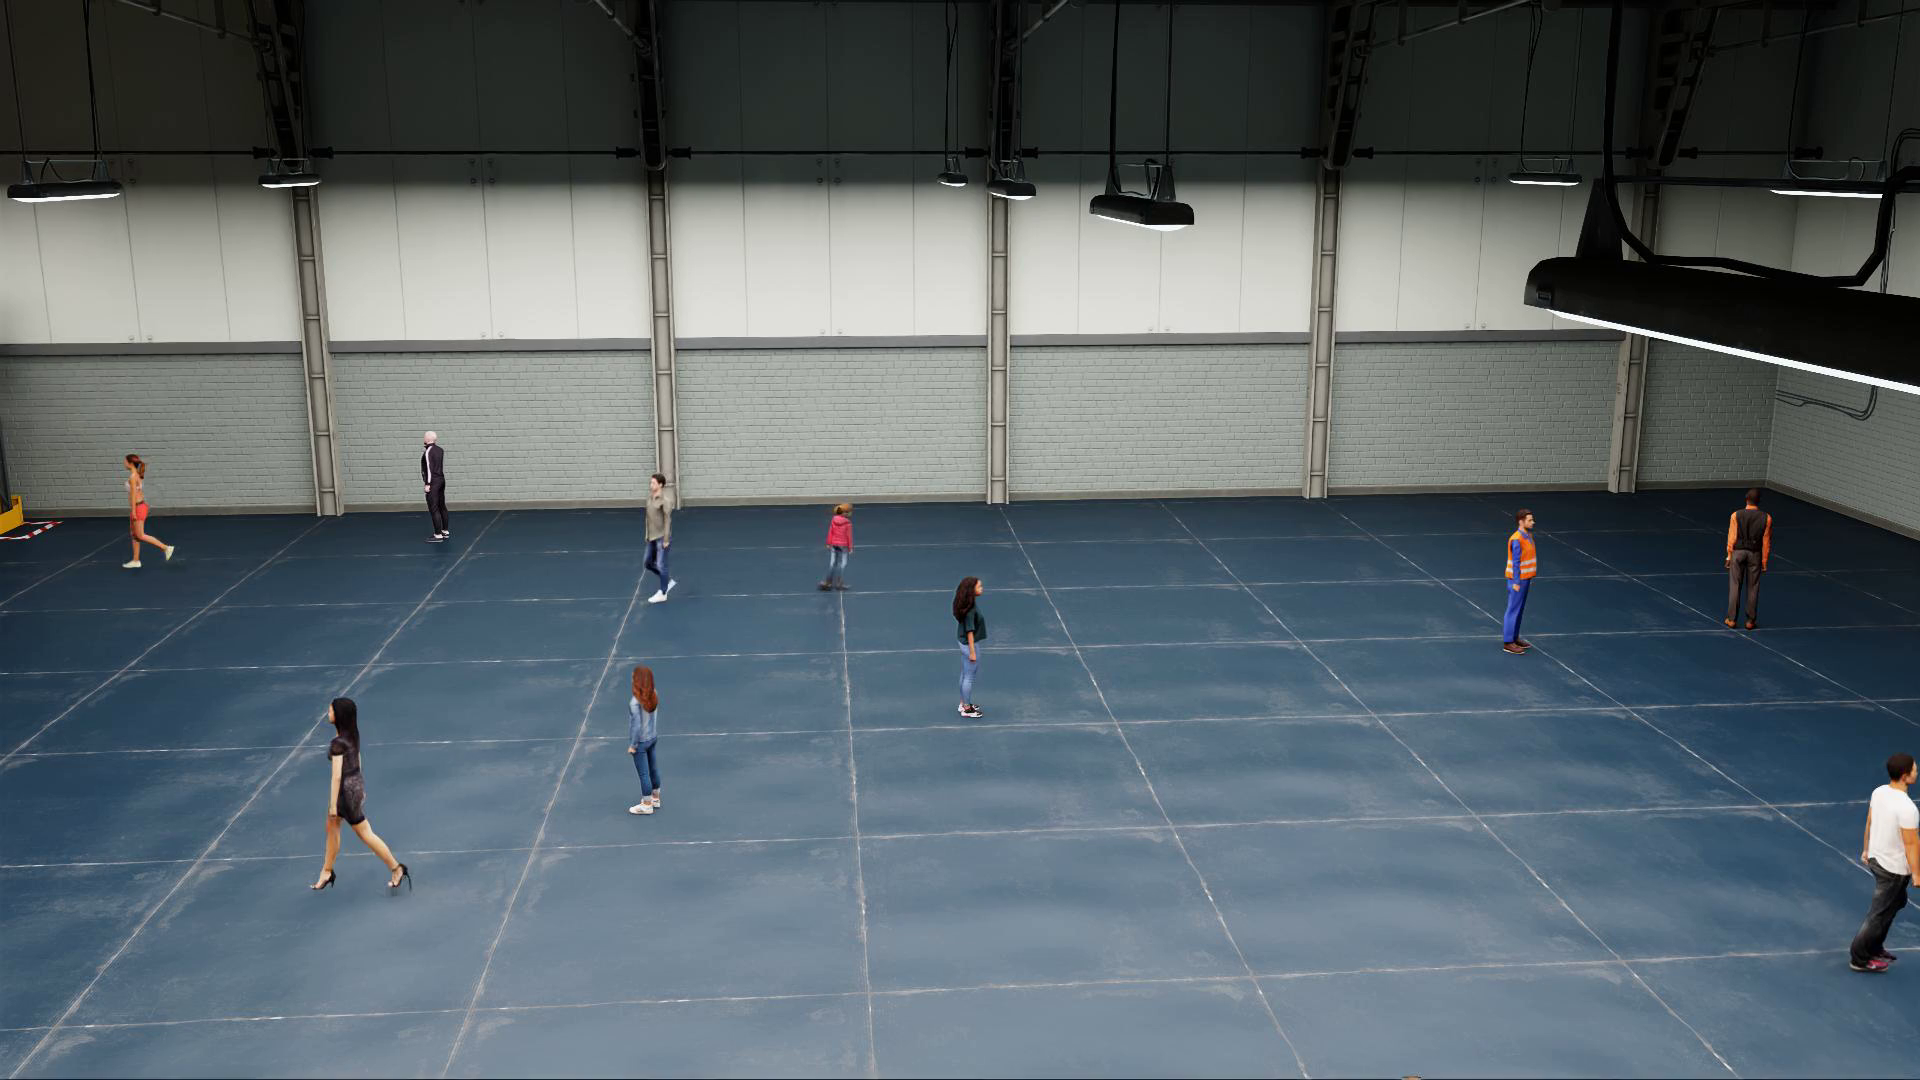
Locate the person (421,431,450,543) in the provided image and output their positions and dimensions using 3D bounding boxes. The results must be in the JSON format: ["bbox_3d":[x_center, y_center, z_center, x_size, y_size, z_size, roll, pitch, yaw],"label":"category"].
[{"bbox_3d":[-8.699,-0.903,27.580,0.652,1.837,0.720,2,13,8],"label":"person"}]

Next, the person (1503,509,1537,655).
[{"bbox_3d":[7.201,0.510,21.415,0.818,1.864,0.784,8,15,32],"label":"person"}]

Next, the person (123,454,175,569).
[{"bbox_3d":[-12.610,-0.432,25.695,1.036,1.771,0.685,-3,13,-14],"label":"person"}]

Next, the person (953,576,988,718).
[{"bbox_3d":[0.107,1.201,18.985,0.588,1.616,0.599,-2,13,-7],"label":"person"}]

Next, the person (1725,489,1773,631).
[{"bbox_3d":[10.625,0.248,22.454,0.716,1.908,0.851,5,14,21],"label":"person"}]

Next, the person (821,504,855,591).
[{"bbox_3d":[-1.807,0.098,24.453,0.637,1.298,0.777,4,14,16],"label":"person"}]

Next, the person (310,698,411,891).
[{"bbox_3d":[-5.144,2.229,14.254,1.060,1.747,0.599,-1,13,-5],"label":"person"}]

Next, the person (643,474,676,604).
[{"bbox_3d":[-4.238,-0.045,23.824,0.952,1.860,0.897,-12,18,-43],"label":"person"}]

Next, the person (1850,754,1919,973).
[{"bbox_3d":[7.123,2.517,12.915,0.699,1.790,0.695,1,13,4],"label":"person"}]

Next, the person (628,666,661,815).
[{"bbox_3d":[-3.060,1.928,16.154,0.633,1.477,0.636,5,14,21],"label":"person"}]
